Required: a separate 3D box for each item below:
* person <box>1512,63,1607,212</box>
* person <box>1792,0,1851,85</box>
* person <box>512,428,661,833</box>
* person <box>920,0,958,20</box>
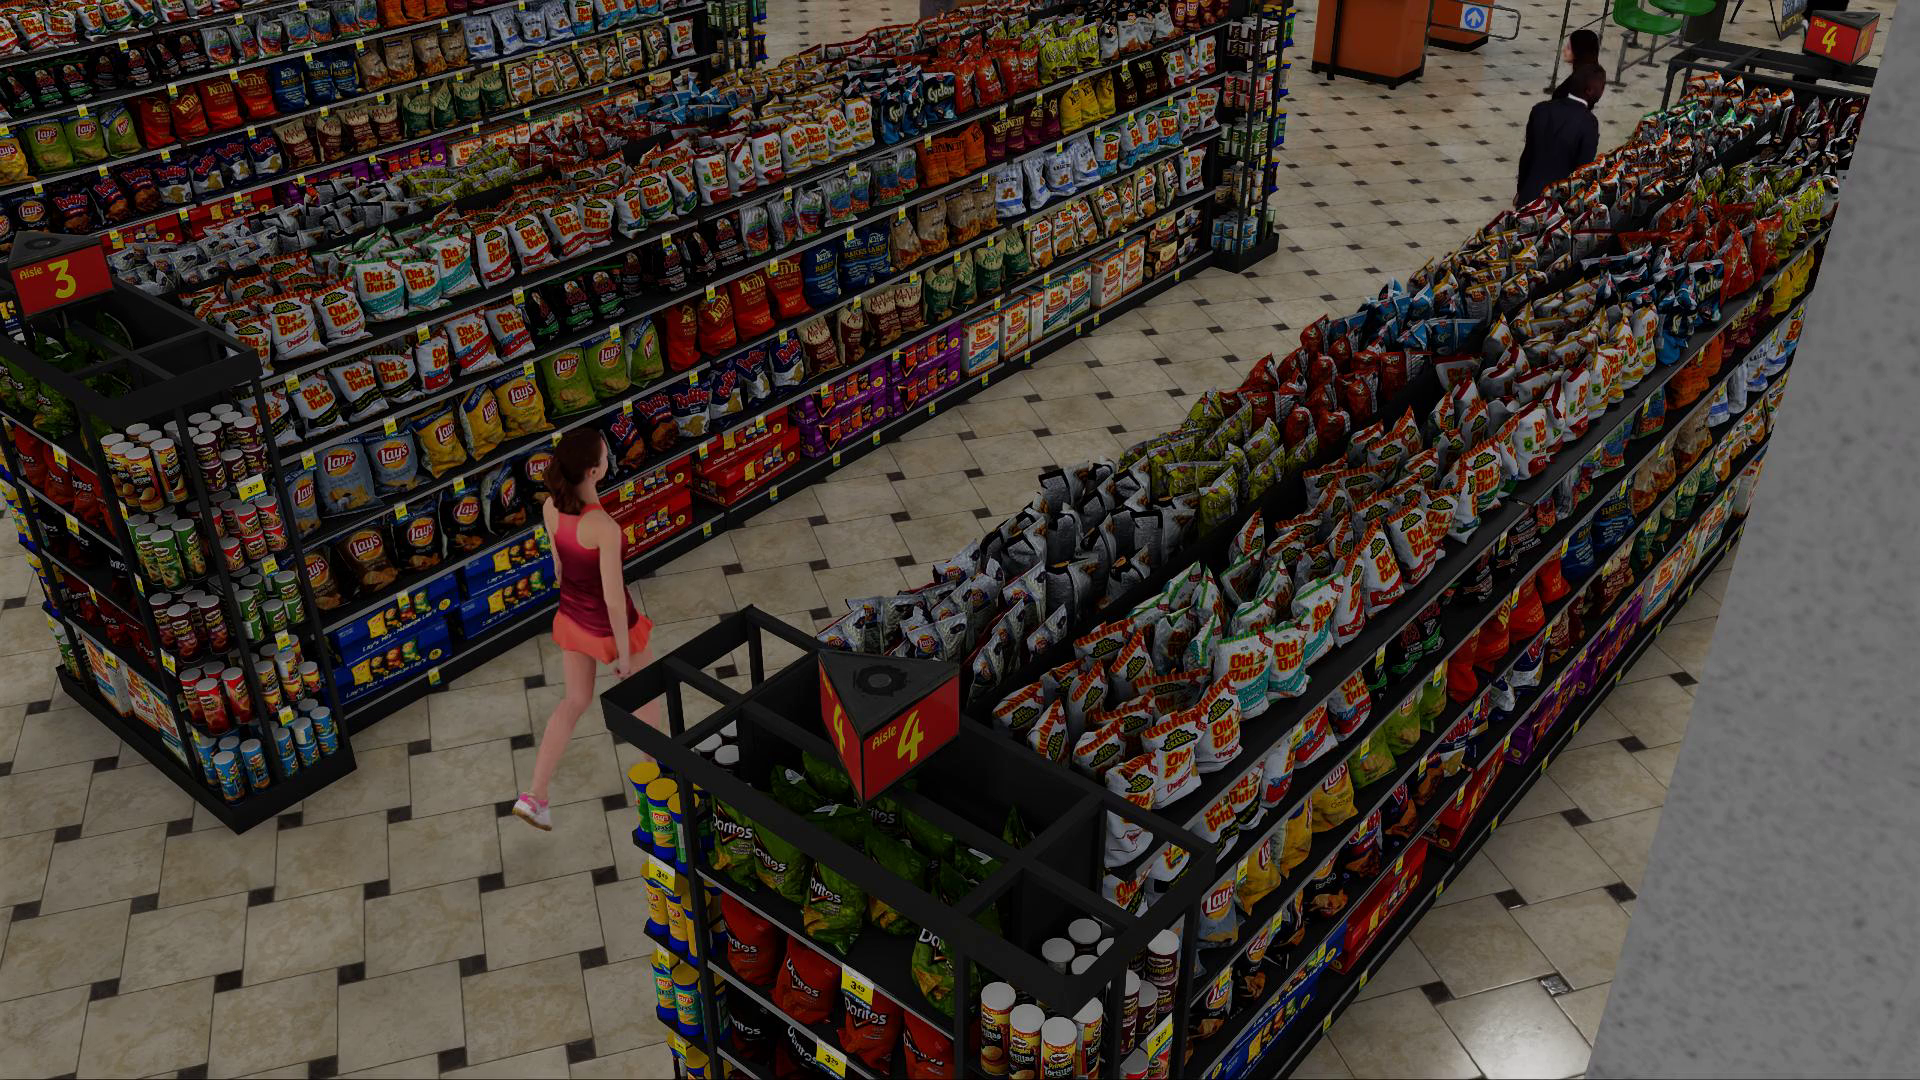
[{"bbox_3d":[3.613,-2.042,10.328,1.166,1.792,0.921,-20,37,-29],"label":"person"},{"bbox_3d":[7.199,-4.299,13.934,0.839,1.815,0.728,5,32,7],"label":"person"},{"bbox_3d":[-1.478,0.381,6.497,0.708,1.726,1.112,17,36,25],"label":"person"},{"bbox_3d":[-0.151,-4.168,13.639,0.833,1.903,0.735,2,32,4],"label":"person"}]
